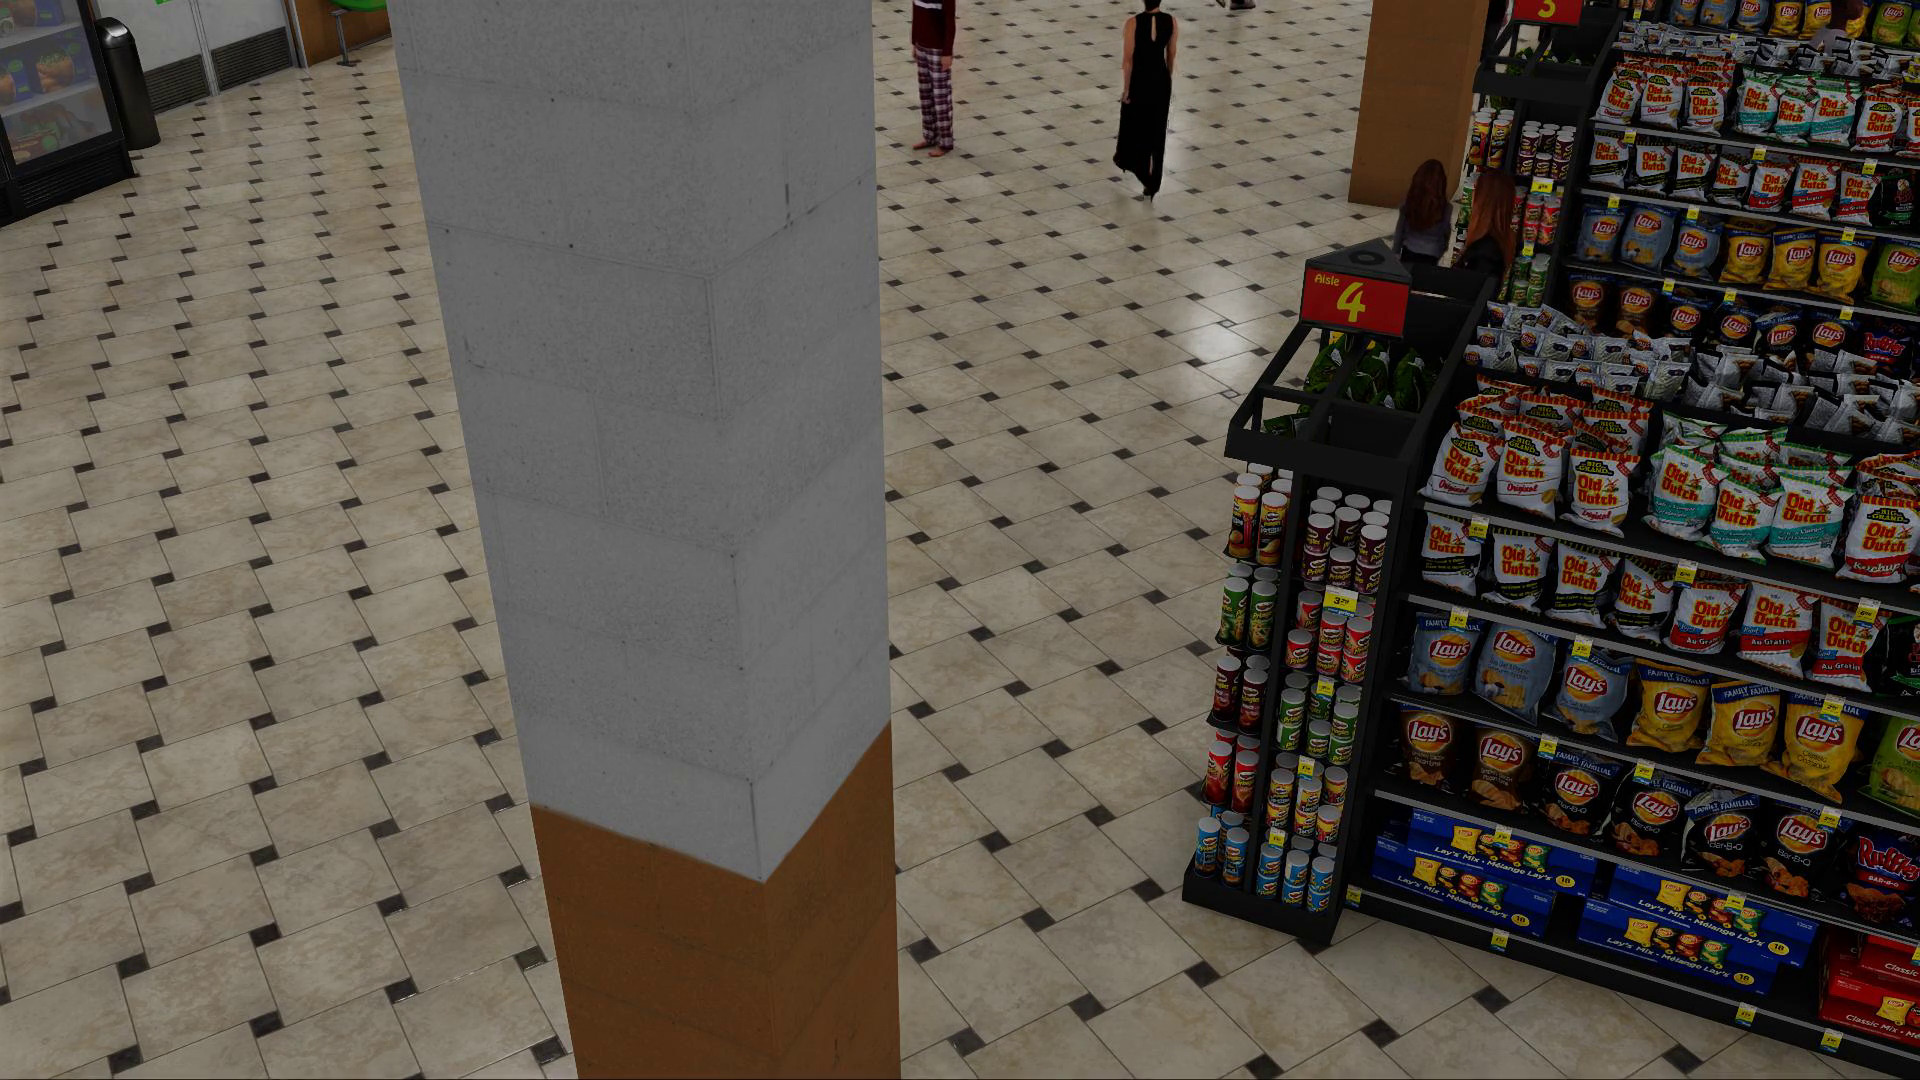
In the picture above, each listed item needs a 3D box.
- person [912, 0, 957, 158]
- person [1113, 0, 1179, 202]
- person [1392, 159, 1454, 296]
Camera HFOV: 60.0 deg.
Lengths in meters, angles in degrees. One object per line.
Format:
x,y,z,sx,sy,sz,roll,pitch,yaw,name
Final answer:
-0.196,-3.831,12.841,0.738,1.702,0.606,-21,37,-30,person
1.379,-3.210,11.981,1.035,1.556,1.036,-7,33,-12,person
2.779,-1.734,10.059,0.726,1.080,0.550,16,35,24,person
